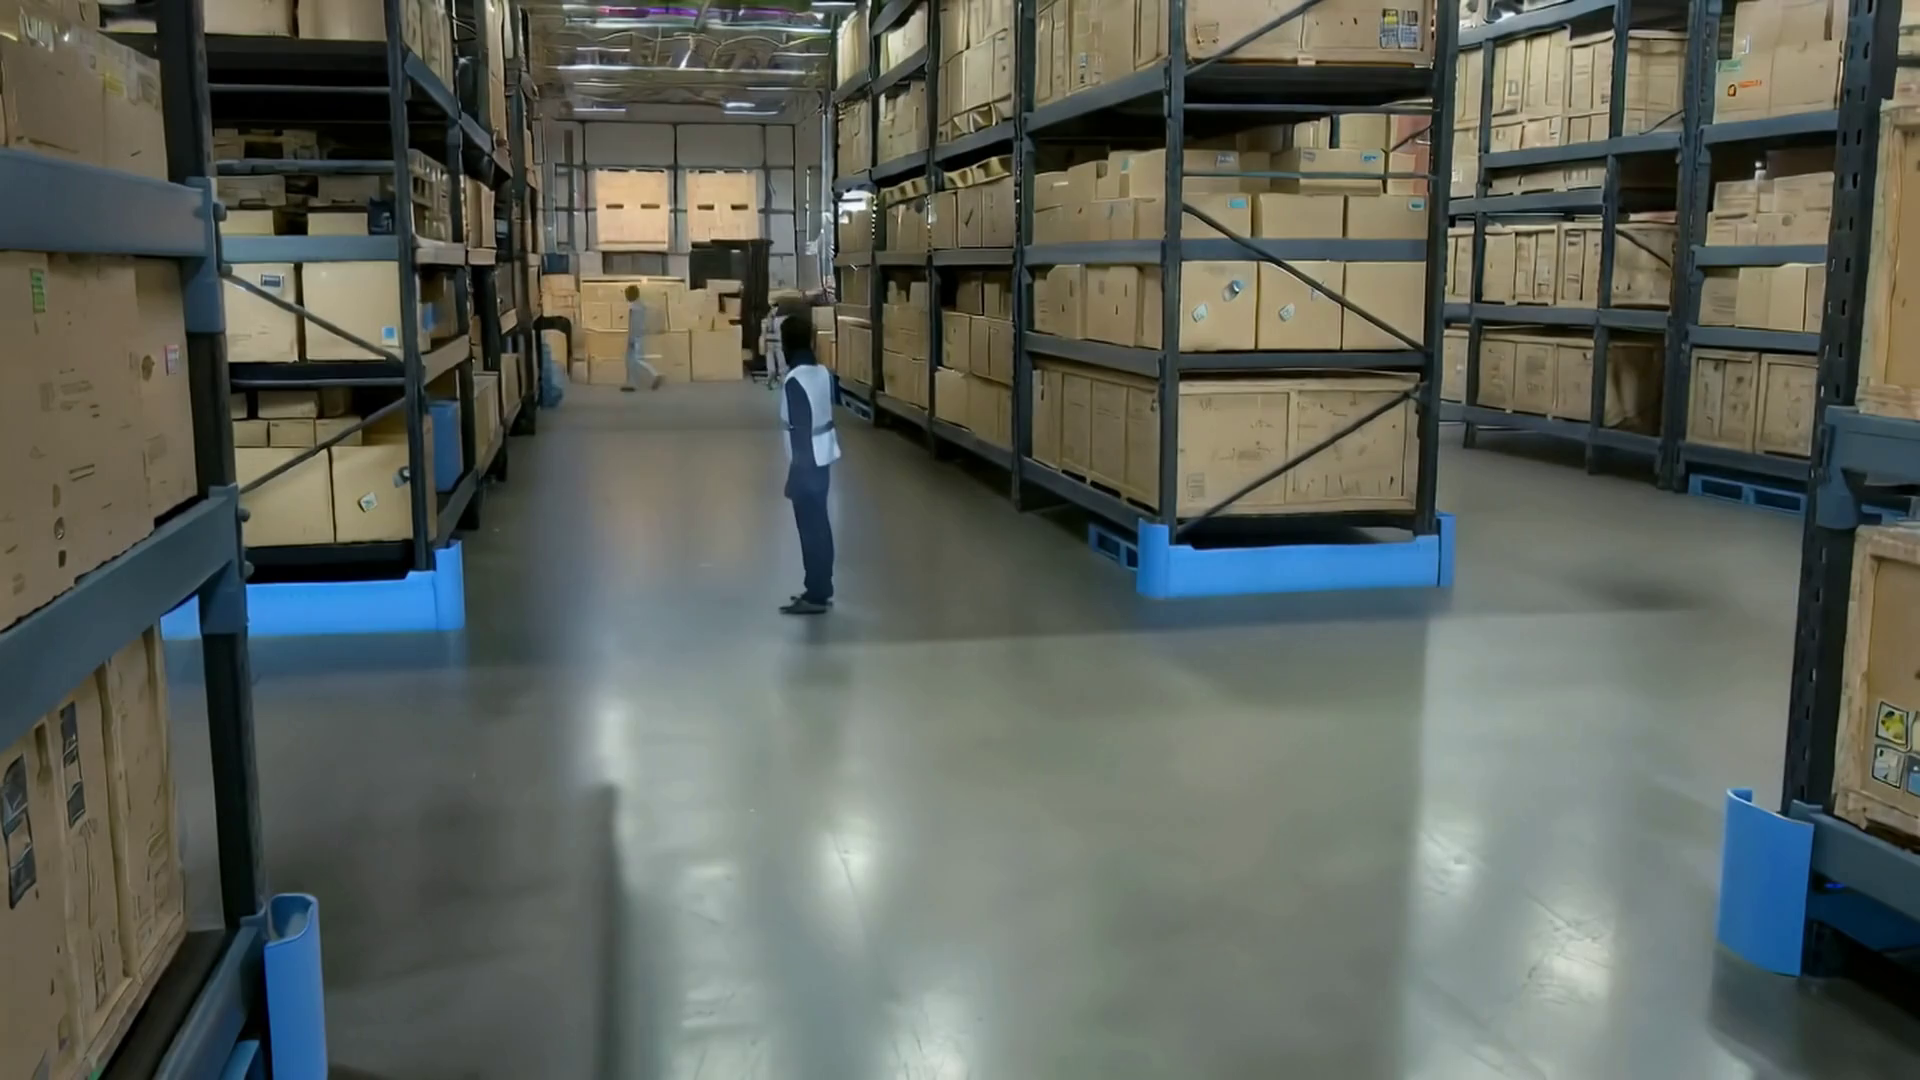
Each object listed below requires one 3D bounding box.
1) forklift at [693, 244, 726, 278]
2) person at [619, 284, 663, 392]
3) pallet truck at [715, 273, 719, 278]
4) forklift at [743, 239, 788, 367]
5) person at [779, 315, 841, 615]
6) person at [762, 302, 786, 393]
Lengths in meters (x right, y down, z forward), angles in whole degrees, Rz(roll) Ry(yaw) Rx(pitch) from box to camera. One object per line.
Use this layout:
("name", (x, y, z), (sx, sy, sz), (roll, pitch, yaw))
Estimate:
("forklift", (-6.757, -6.590, 44.989), (1.129, 2.768, 1.873), (-2, 10, -12))
("person", (-5.679, -3.562, 29.466), (0.716, 1.917, 0.636), (-1, 9, -4))
("pallet truck", (-8.580, -8.986, 62.280), (1.885, 1.965, 0.823), (1, 9, 5))
("forklift", (-4.349, -5.159, 36.268), (1.873, 2.768, 1.129), (-2, 10, -12))
("person", (-0.971, -0.474, 10.657), (0.393, 1.913, 0.590), (2, 9, 9))
("person", (-3.273, -3.452, 29.739), (0.524, 1.606, 0.829), (0, 9, 1))
